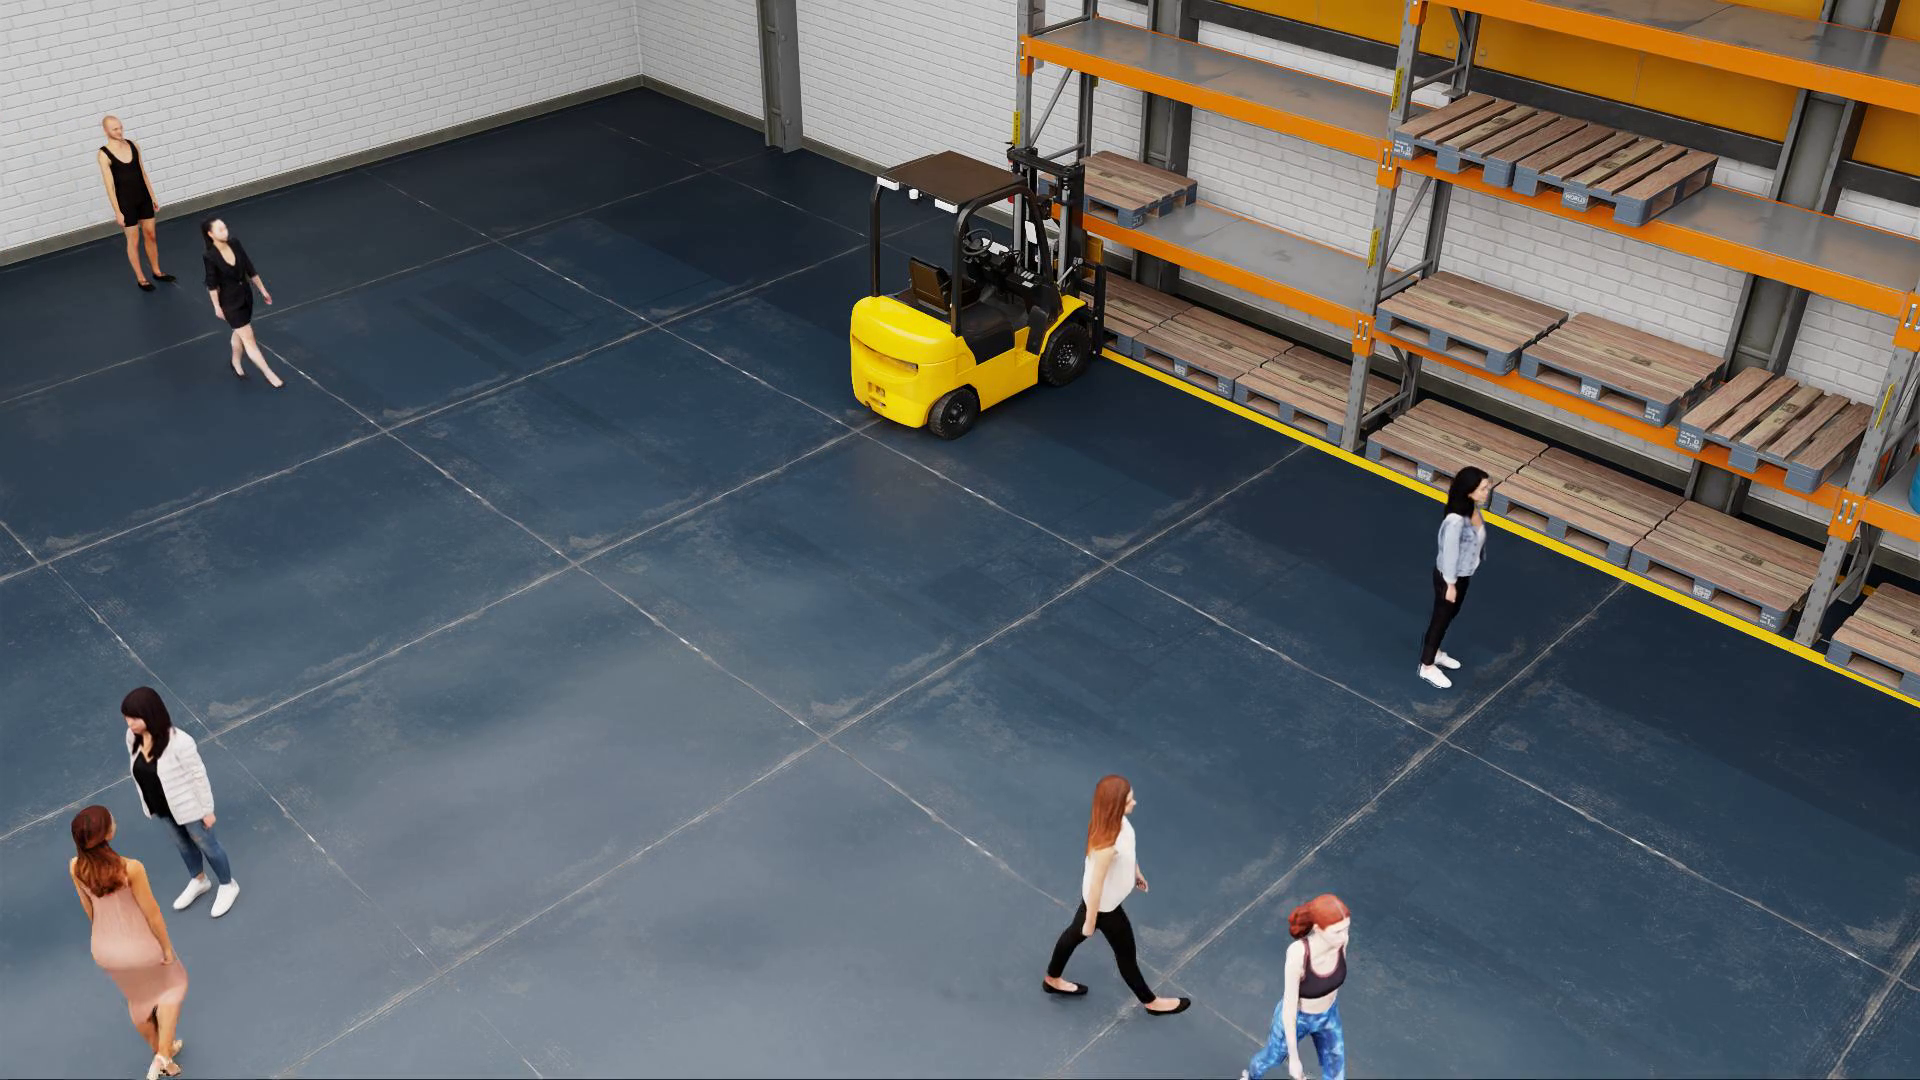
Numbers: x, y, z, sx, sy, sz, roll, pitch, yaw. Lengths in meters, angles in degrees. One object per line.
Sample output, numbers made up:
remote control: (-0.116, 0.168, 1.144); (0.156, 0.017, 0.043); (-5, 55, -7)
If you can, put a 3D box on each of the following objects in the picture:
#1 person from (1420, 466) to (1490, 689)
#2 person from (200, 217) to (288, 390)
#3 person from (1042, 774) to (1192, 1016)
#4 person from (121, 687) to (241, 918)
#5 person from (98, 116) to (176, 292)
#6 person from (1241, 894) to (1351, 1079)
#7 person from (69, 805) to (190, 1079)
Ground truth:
person: (3.427, 0.235, 11.580); (0.622, 1.709, 0.654); (19, 38, 26)
person: (-6.706, -2.173, 15.250); (1.067, 1.658, 0.850); (12, 35, 17)
person: (0.696, 1.936, 9.049); (1.116, 1.679, 0.994); (4, 34, 5)
person: (-4.567, 1.514, 9.722); (0.658, 1.636, 0.769); (8, 34, 12)
person: (-8.486, -3.470, 17.059); (0.634, 1.815, 0.712); (14, 36, 20)
person: (1.652, 2.397, 8.309); (0.824, 1.730, 1.254); (-16, 37, -23)
person: (-4.322, 2.167, 8.573); (0.773, 1.821, 0.833); (0, 34, 0)
